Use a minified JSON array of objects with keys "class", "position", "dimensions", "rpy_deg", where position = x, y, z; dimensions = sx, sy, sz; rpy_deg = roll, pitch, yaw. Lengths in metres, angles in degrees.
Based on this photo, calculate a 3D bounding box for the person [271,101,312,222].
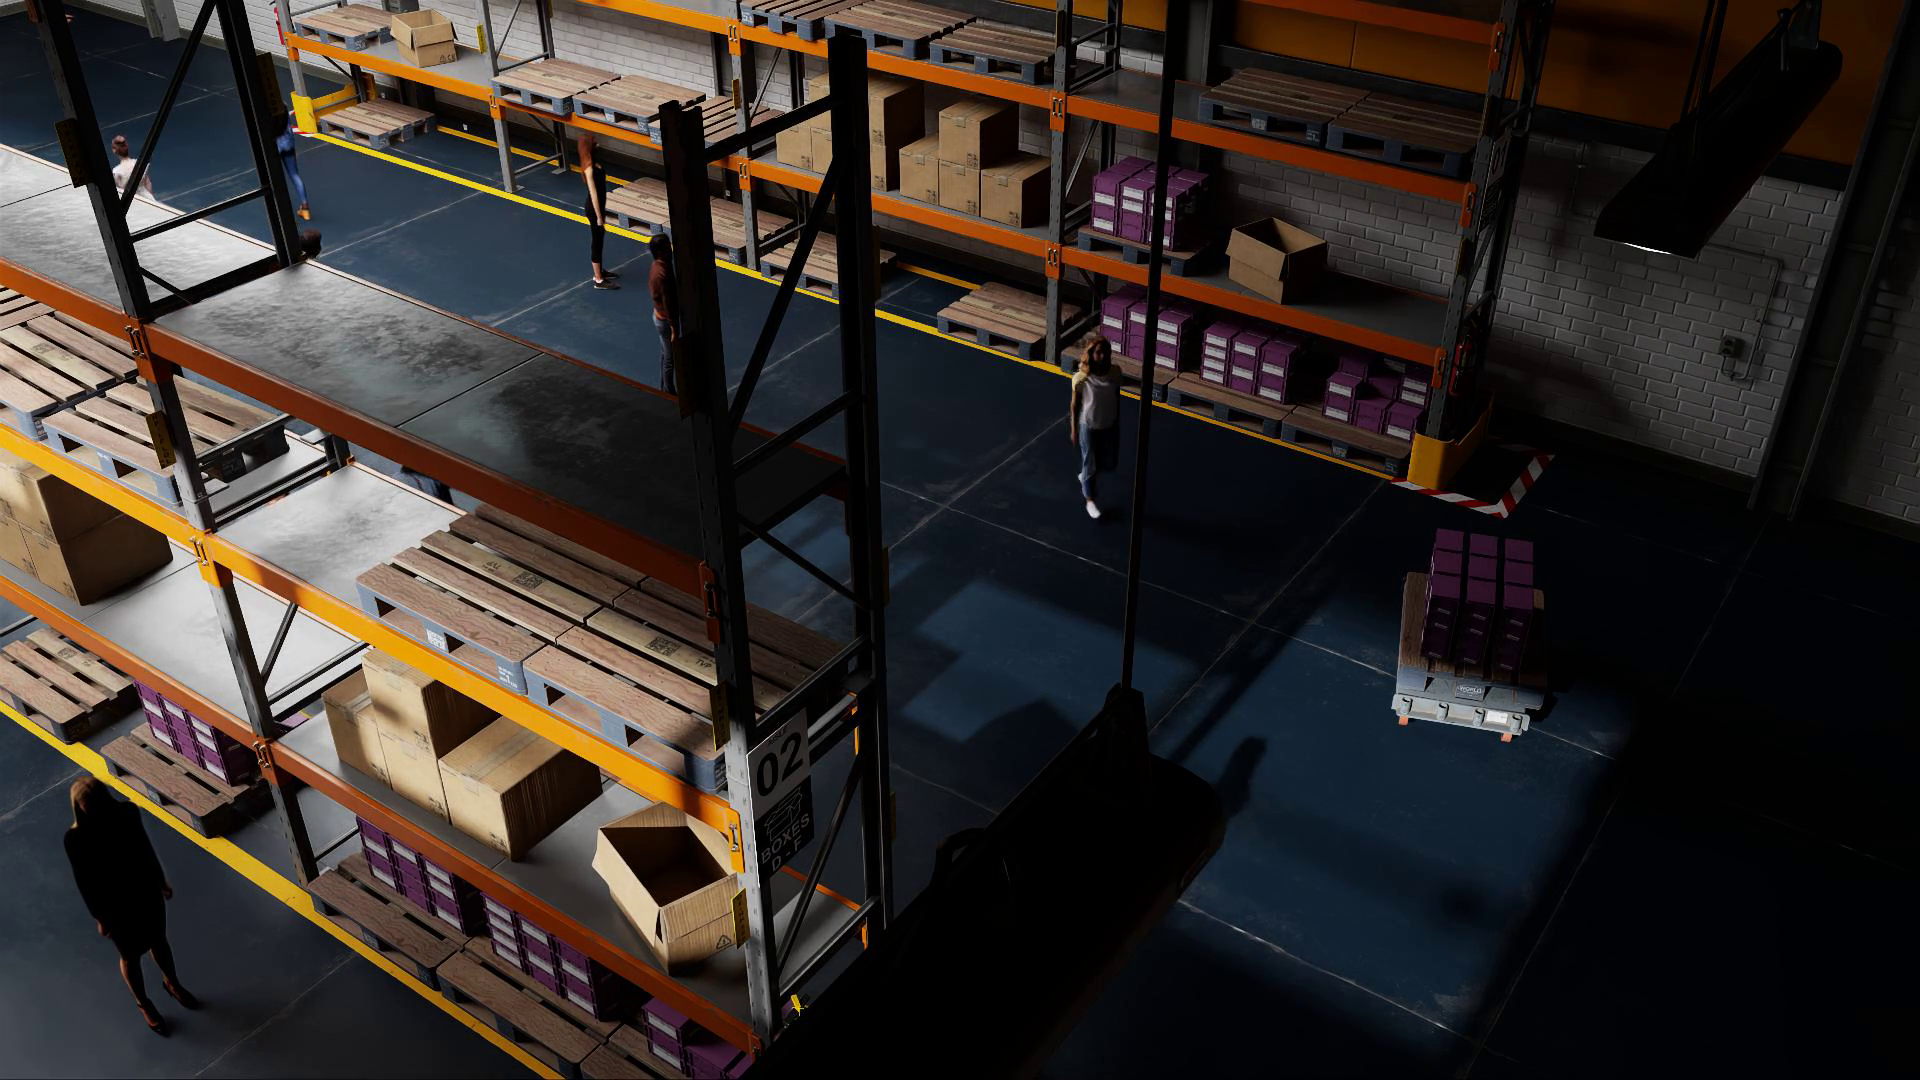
[{"class":"person","position":[-7.991,-4.558,19.543],"dimensions":[0.524,1.710,0.596],"rpy_deg":[24,40,31]}]

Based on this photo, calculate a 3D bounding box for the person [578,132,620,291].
[{"class":"person","position":[-3.959,-3.592,18.075],"dimensions":[0.710,1.725,0.648],"rpy_deg":[-6,34,-9]}]

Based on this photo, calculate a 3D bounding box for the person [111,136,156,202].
[{"class":"person","position":[-8.700,-3.441,17.833],"dimensions":[1.126,1.744,0.671],"rpy_deg":[27,42,34]}]

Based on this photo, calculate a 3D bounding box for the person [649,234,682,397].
[{"class":"person","position":[-2.772,-2.057,15.725],"dimensions":[0.773,1.772,0.679],"rpy_deg":[-9,35,-14]}]

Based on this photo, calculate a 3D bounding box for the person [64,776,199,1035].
[{"class":"person","position":[-4.727,2.063,9.461],"dimensions":[0.546,1.844,0.603],"rpy_deg":[19,38,26]}]

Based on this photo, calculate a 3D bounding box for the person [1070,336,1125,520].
[{"class":"person","position":[1.124,-0.995,14.180],"dimensions":[0.788,1.713,0.844],"rpy_deg":[-13,36,-19]}]
